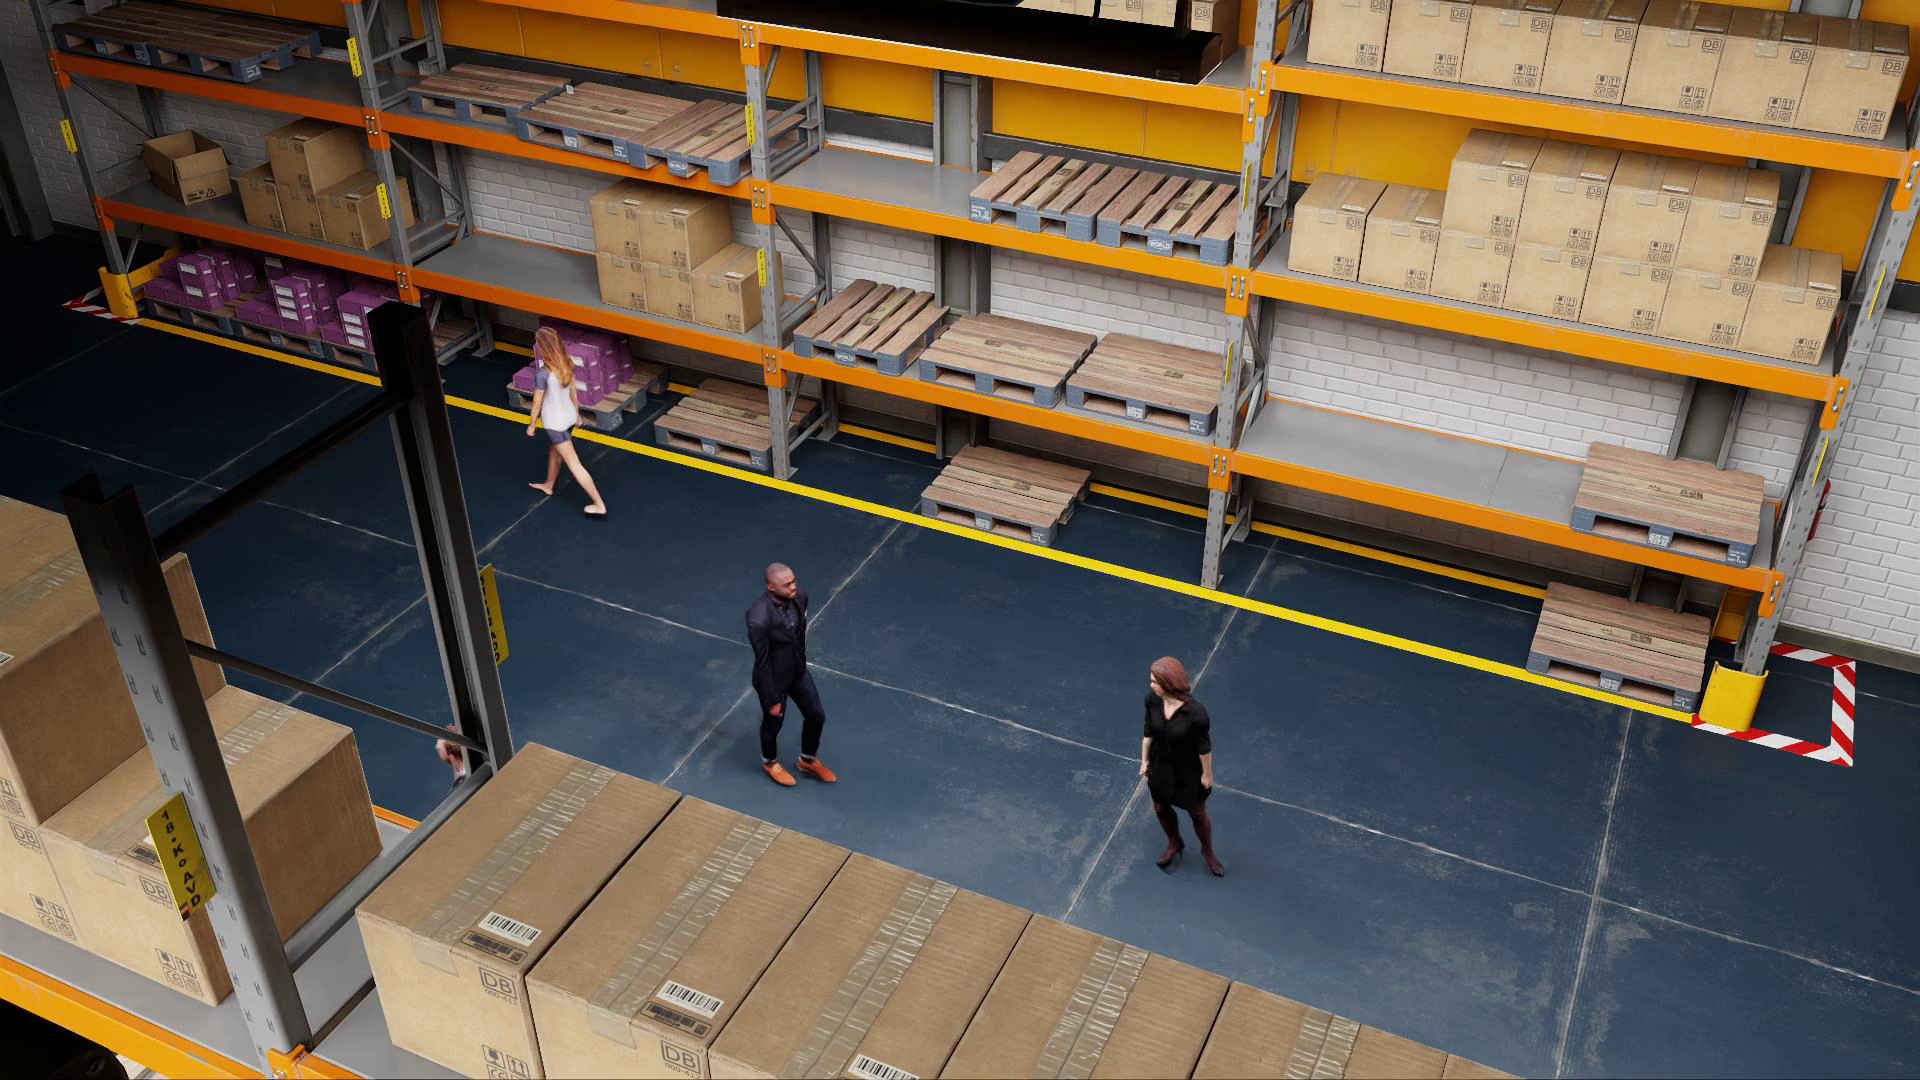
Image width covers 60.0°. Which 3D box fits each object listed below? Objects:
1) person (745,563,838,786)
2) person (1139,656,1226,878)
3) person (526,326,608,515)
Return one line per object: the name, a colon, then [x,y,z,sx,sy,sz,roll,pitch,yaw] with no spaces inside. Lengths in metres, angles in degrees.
person: [-1.256,0.888,11.120,0.830,1.803,0.793,27,42,34]
person: [1.396,1.433,10.419,0.518,1.670,0.851,10,35,15]
person: [-3.300,-0.947,13.992,1.084,1.679,0.642,13,36,18]
